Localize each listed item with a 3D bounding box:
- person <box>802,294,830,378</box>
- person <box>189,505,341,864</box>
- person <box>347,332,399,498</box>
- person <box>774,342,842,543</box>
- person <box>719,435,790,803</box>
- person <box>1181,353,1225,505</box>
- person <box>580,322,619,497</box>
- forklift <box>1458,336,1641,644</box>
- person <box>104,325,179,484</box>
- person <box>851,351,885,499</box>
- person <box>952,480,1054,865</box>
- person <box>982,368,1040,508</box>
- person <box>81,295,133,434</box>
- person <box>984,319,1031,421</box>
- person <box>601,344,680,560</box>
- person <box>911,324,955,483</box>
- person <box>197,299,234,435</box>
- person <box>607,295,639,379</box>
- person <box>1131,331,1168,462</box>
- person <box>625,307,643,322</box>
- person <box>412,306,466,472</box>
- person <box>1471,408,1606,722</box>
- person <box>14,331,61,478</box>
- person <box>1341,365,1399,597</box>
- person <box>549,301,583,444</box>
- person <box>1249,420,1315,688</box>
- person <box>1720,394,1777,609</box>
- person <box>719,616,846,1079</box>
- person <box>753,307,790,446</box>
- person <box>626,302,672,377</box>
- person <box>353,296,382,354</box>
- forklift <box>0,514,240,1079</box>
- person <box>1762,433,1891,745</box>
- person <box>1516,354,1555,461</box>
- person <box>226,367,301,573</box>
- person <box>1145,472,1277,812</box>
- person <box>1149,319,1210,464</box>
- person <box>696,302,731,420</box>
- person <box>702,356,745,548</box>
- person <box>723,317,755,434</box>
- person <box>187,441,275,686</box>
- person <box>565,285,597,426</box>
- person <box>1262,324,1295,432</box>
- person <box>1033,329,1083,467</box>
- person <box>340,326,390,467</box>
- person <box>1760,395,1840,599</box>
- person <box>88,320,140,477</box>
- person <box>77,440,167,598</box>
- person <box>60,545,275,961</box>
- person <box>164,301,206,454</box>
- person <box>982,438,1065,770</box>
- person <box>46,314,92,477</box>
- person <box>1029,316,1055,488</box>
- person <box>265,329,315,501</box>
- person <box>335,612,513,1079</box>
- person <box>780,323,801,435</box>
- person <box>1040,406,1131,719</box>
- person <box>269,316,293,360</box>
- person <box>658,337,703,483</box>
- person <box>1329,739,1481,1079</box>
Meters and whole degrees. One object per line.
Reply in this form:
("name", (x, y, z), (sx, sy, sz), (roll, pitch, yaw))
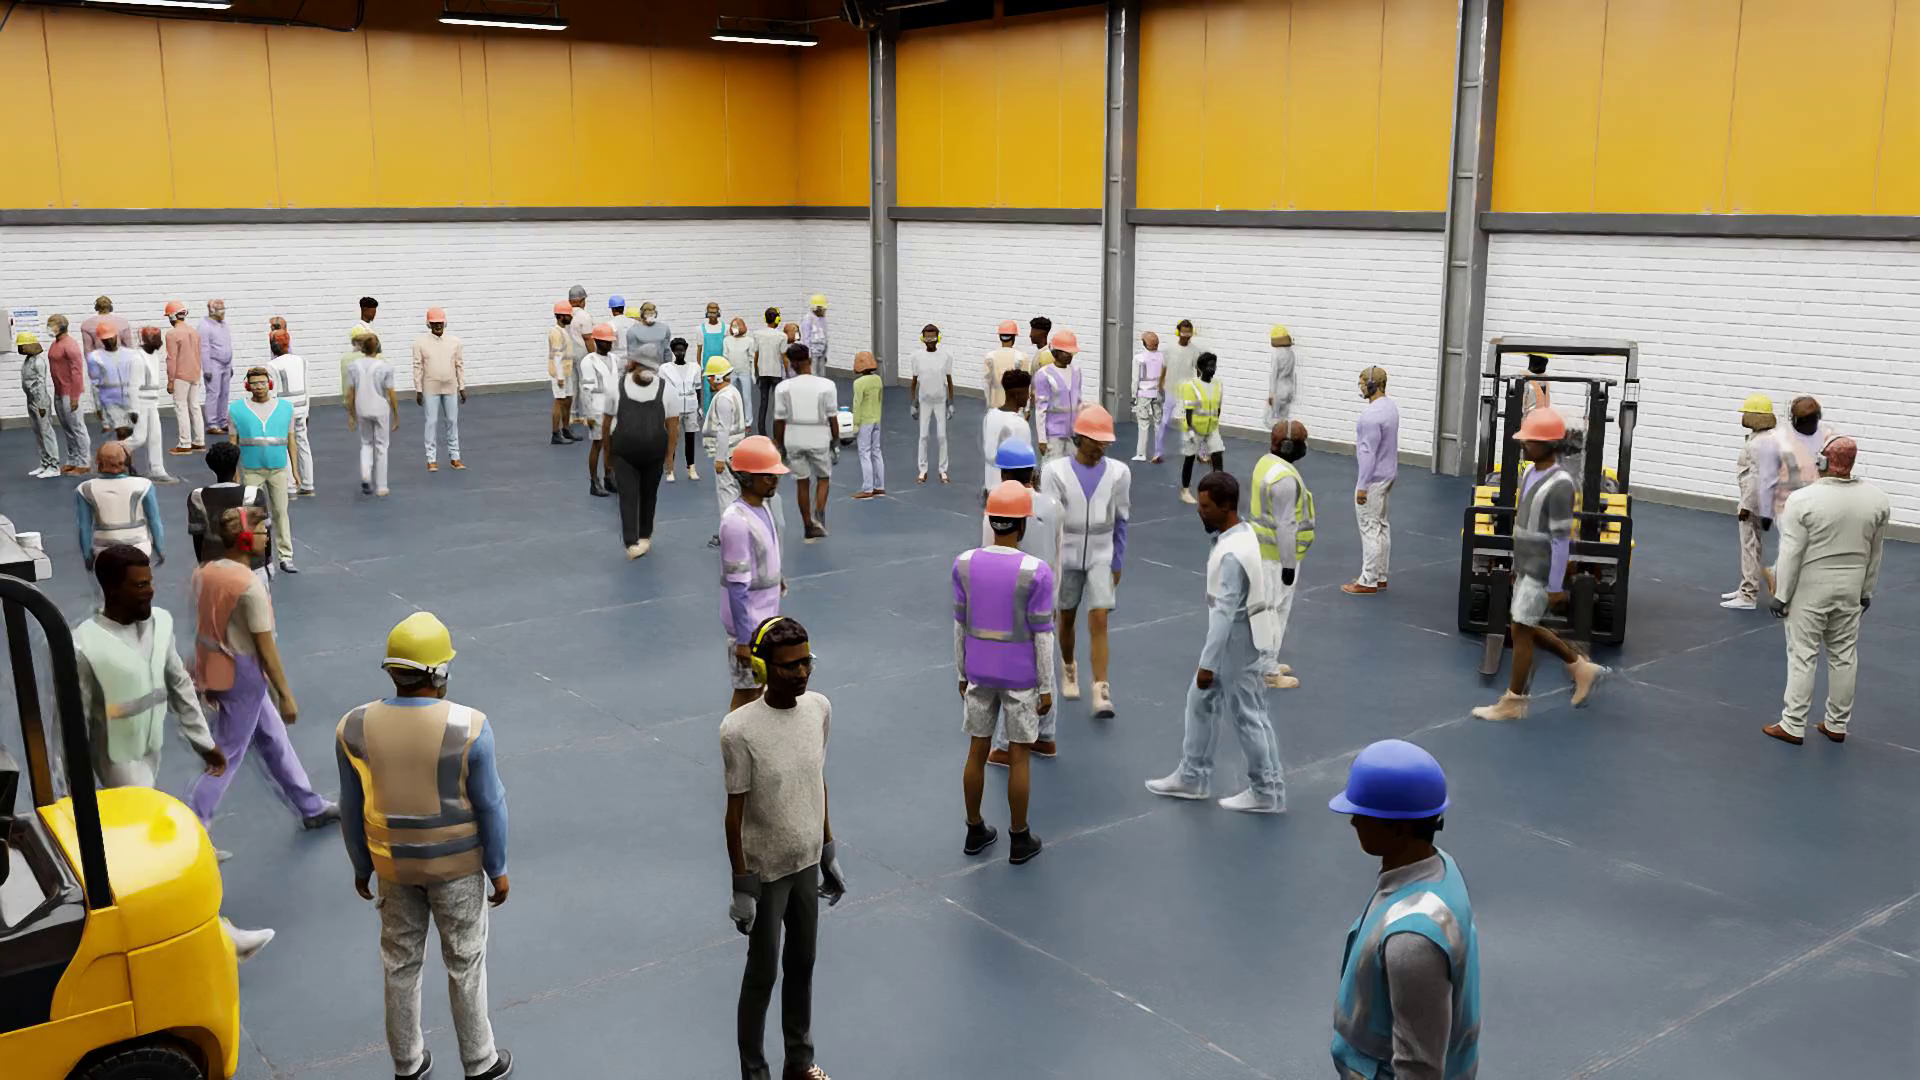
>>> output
("person", (-2.207, -2.889, 25.742), (0.440, 1.811, 0.609), (5, 13, 24))
("person", (-3.593, 0.715, 8.394), (0.996, 1.794, 0.596), (-10, 16, -41))
("person", (-6.462, -1.368, 18.346), (0.544, 1.833, 0.417), (0, 12, -1))
("person", (-1.453, -0.928, 15.973), (0.649, 1.932, 0.427), (0, 12, 2))
("person", (-1.108, 0.440, 9.106), (0.395, 2.042, 0.611), (1, 12, 5))
("person", (2.630, -1.157, 17.724), (0.547, 1.660, 0.819), (-5, 13, -24))
("person", (-3.940, -1.452, 18.505), (0.377, 1.933, 0.552), (6, 13, 29))
("forklift", (4.683, -0.471, 13.136), (1.214, 2.155, 2.313), (4, 12, 20))
("person", (-9.510, -1.549, 19.169), (0.744, 1.857, 0.595), (-1, 12, -3))
("person", (-1.021, -1.271, 18.381), (0.276, 1.627, 0.498), (7, 14, 31))
("person", (0.227, 0.659, 8.328), (0.544, 1.930, 0.389), (6, 13, 27))
("person", (0.513, -0.432, 13.553), (0.779, 1.938, 0.651), (-5, 13, -21))
("person", (-11.918, -2.449, 23.311), (0.631, 1.940, 0.372), (-6, 13, -27))
("person", (0.545, -1.541, 18.930), (0.544, 1.938, 0.356), (3, 12, 16))
("person", (-2.929, -0.845, 15.318), (0.714, 2.000, 0.921), (-3, 12, -14))
("person", (-0.318, -1.584, 19.335), (0.510, 1.861, 0.324), (0, 12, -1))
("person", (-10.392, -2.425, 23.328), (0.400, 1.895, 0.657), (1, 12, 6))
("person", (-4.774, -2.481, 23.475), (0.605, 1.939, 0.416), (-10, 15, -39))
("person", (2.383, -1.796, 20.882), (0.514, 1.641, 0.307), (-5, 13, -21))
("person", (-4.681, -2.491, 24.017), (0.323, 1.736, 0.488), (4, 12, 18))
("person", (-6.312, -1.833, 20.200), (0.619, 1.994, 0.381), (-7, 14, -31))
("person", (3.690, 0.171, 10.452), (0.765, 2.028, 0.619), (1, 12, 4))
("person", (-10.984, -1.611, 19.757), (0.485, 1.737, 0.321), (11, 16, 41))
("person", (3.454, -0.493, 13.895), (0.379, 1.931, 0.635), (6, 13, 28))
("person", (-5.325, -2.249, 22.378), (0.390, 1.927, 0.561), (0, 12, 2))
("person", (2.190, 0.089, 11.326), (0.429, 1.833, 0.626), (0, 12, -1))
("person", (6.389, -0.313, 13.472), (0.295, 1.744, 0.487), (6, 13, 27))
("person", (-0.618, 1.185, 5.955), (0.328, 1.861, 0.513), (10, 15, 39))
("person", (-2.514, -2.177, 22.214), (0.525, 1.857, 0.344), (4, 12, 17))
("person", (-4.138, -2.222, 22.256), (0.636, 1.928, 0.383), (-8, 14, -33))
("person", (-8.109, -2.357, 22.818), (0.387, 1.958, 0.600), (-2, 12, -9))
("forklift", (-3.687, 1.115, 5.480), (2.313, 2.155, 1.214), (-9, 15, -36))
("person", (5.234, 0.301, 10.098), (0.643, 1.913, 0.410), (-1, 12, -6))
("person", (5.715, -1.067, 16.662), (0.587, 1.928, 0.362), (-11, 16, -44))
("person", (-6.119, -0.610, 14.649), (0.563, 1.847, 0.389), (-7, 14, -31))
("person", (1.341, 0.561, 8.908), (0.861, 1.879, 0.615), (2, 12, 9))
("person", (2.766, -1.822, 20.637), (0.770, 1.831, 0.411), (-1, 12, -4))
("person", (-3.482, -2.454, 23.602), (0.501, 1.839, 0.347), (-2, 12, -9))
("person", (-2.250, -0.841, 15.852), (0.403, 1.817, 0.601), (0, 12, -2))
("person", (-3.100, -2.310, 23.376), (0.500, 1.634, 0.286), (3, 12, 14))
("person", (-4.892, 0.176, 11.220), (0.534, 1.698, 0.318), (-2, 12, -10))
("person", (-5.500, -2.694, 24.247), (0.683, 2.000, 0.537), (10, 15, 39))
("person", (4.029, -1.839, 20.871), (0.407, 1.721, 0.507), (11, 16, 42))
("person", (1.005, -1.061, 16.391), (0.613, 2.033, 0.411), (-11, 16, -42))
("person", (-7.266, -1.733, 20.331), (0.551, 1.735, 0.482), (-5, 13, -21))
("person", (6.560, -0.265, 13.096), (0.653, 1.808, 0.714), (-2, 12, -8))
("person", (-9.931, -1.651, 19.579), (0.562, 1.900, 0.884), (-11, 16, -43))
("person", (-5.912, 0.102, 11.761), (0.517, 1.625, 0.386), (-3, 12, -13))
("person", (-3.453, 0.937, 7.129), (1.025, 1.862, 0.591), (1, 12, 6))
("person", (-10.059, -2.102, 21.545), (0.411, 1.980, 0.629), (2, 12, 10))
("person", (0.348, 0.369, 9.709), (0.612, 1.939, 0.419), (-11, 16, -41))
("person", (-10.636, -1.723, 19.810), (0.632, 1.938, 0.368), (10, 16, 41))
("person", (0.944, -1.575, 19.020), (0.370, 1.967, 0.602), (0, 12, -1))
("person", (-7.366, -1.369, 18.248), (0.358, 1.880, 0.575), (5, 13, 22))
("person", (-1.945, 1.164, 6.119), (0.601, 1.830, 0.404), (1, 12, 3))
("person", (-2.270, -2.100, 22.365), (0.285, 1.634, 0.499), (4, 12, 18))
("person", (0.804, 0.144, 10.647), (0.623, 1.982, 1.066), (-1, 12, -3))
("person", (-9.543, -2.333, 23.472), (0.315, 1.640, 0.515), (-2, 12, -11))
("person", (-3.251, -1.516, 19.391), (0.540, 1.695, 0.317), (-6, 13, -25))
("person", (1.149, 1.463, 4.399), (0.409, 1.943, 0.615), (3, 12, 16))
